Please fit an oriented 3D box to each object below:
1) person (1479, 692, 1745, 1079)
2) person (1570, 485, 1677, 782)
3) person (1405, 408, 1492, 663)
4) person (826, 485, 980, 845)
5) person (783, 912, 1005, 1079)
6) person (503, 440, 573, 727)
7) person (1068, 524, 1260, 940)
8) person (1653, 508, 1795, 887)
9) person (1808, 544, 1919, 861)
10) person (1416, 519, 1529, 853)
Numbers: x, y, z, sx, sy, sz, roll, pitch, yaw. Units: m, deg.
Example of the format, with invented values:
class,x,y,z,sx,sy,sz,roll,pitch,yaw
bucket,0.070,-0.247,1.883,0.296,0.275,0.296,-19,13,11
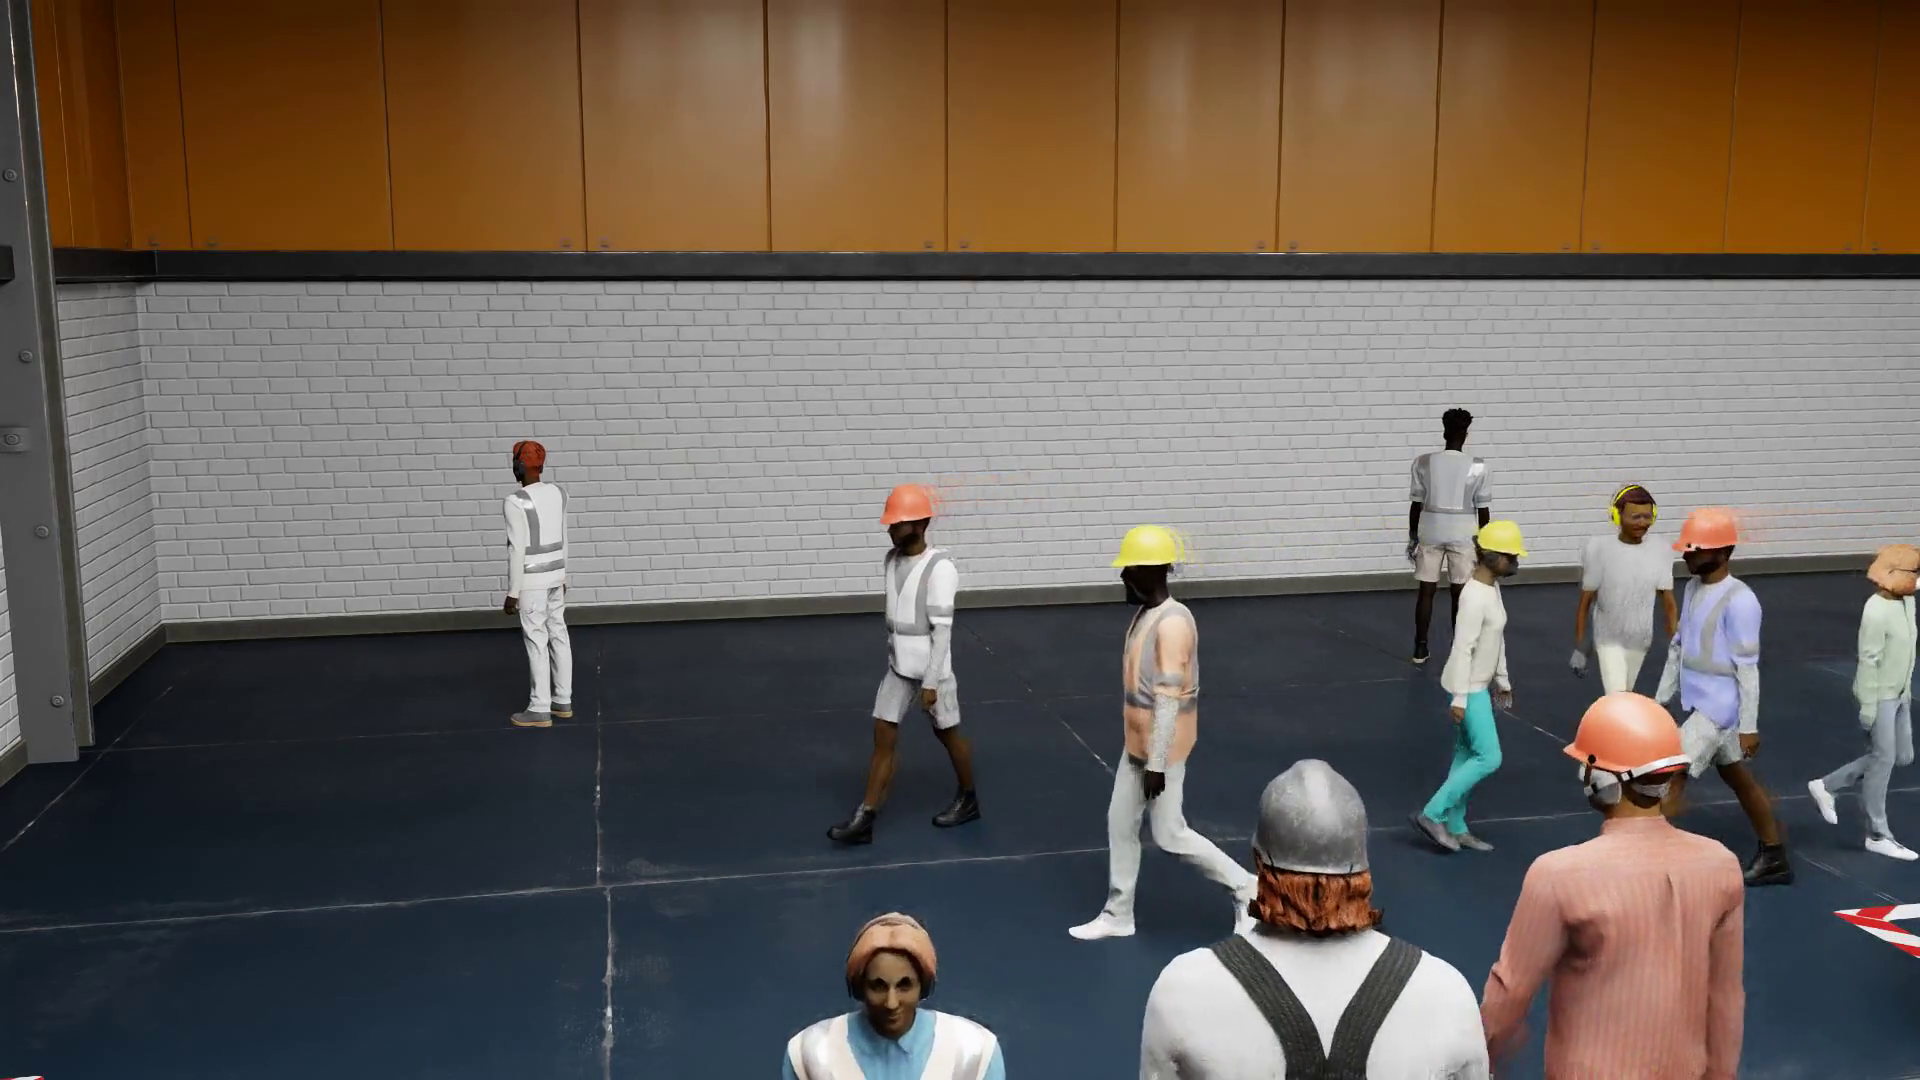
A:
class,x,y,z,sx,sy,sz,roll,pitch,yaw
person,1.620,1.342,4.279,0.630,1.940,1.030,-4,10,-22
person,3.708,0.598,9.224,0.520,1.814,0.958,-1,9,-6
person,3.673,-0.022,12.562,0.636,1.963,0.375,4,10,23
person,-0.248,0.649,8.697,0.984,1.883,0.565,-8,12,-41
person,-0.140,1.604,3.776,0.530,1.587,0.901,-1,9,-5
person,-2.777,0.286,10.915,0.361,1.882,0.575,4,10,25
person,0.932,0.870,7.319,0.806,1.900,0.595,-2,9,-9
person,3.576,0.770,7.997,1.073,1.872,0.554,1,9,5
person,4.701,0.804,8.542,0.517,1.619,0.504,-9,13,-42
person,2.646,0.759,8.449,0.401,1.747,0.543,4,10,22
